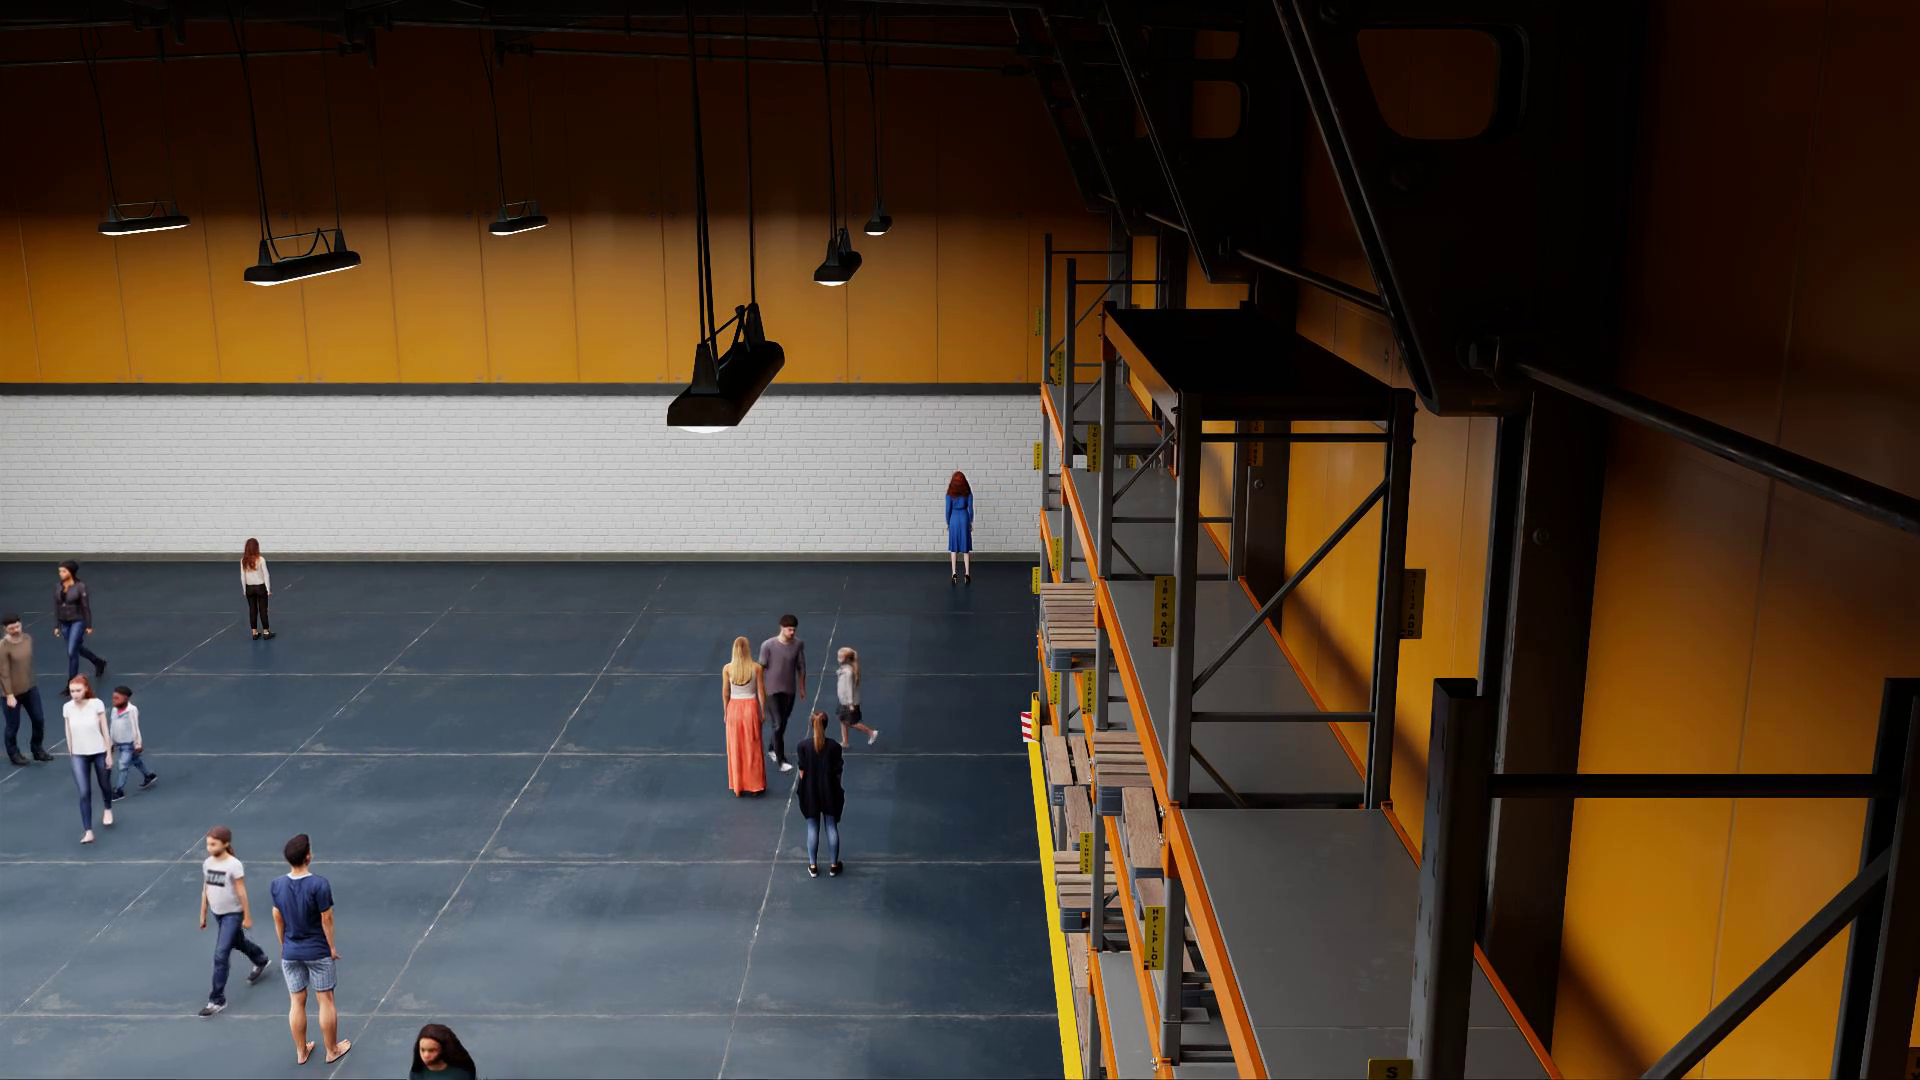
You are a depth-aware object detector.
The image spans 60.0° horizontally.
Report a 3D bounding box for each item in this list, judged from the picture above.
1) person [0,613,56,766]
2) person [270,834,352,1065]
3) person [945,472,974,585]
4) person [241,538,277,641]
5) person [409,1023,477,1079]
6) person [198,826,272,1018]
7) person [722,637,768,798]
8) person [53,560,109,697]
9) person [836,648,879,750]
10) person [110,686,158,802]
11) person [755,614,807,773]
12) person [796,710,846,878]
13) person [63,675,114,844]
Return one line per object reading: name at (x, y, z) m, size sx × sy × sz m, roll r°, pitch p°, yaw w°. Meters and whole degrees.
person at (-10.814, 1.706, 19.032) m, size 0.875 × 1.839 × 0.846 m, roll 4°, pitch 14°, yaw 14°
person at (-5.074, 3.180, 12.923) m, size 0.608 × 1.848 × 0.548 m, roll 0°, pitch 14°, yaw 2°
person at (-0.009, -0.202, 26.937) m, size 0.599 × 1.827 × 0.564 m, roll 0°, pitch 14°, yaw 2°
person at (-10.131, 0.701, 23.934) m, size 0.535 × 1.484 × 0.477 m, roll 0°, pitch 14°, yaw 2°
person at (-3.294, 3.840, 10.781) m, size 0.718 × 1.575 × 1.109 m, roll 2°, pitch 14°, yaw 9°
person at (-6.084, 3.102, 13.938) m, size 0.828 × 1.523 × 1.149 m, roll 5°, pitch 15°, yaw 21°
person at (-2.367, 1.927, 18.198) m, size 0.616 × 1.801 × 0.574 m, roll 0°, pitch 14°, yaw 2°
person at (-11.523, 1.116, 21.737) m, size 0.760 × 1.712 × 1.199 m, roll 2°, pitch 14°, yaw 10°
person at (-1.251, 1.875, 19.569) m, size 0.703 × 1.257 × 0.756 m, roll -4°, pitch 14°, yaw -16°
person at (-9.115, 2.194, 18.308) m, size 0.746 × 1.232 × 0.945 m, roll 7°, pitch 15°, yaw 26°
person at (-2.095, 1.709, 19.091) m, size 1.079 × 1.805 × 1.224 m, roll -7°, pitch 15°, yaw -26°
person at (-1.359, 2.466, 16.224) m, size 0.620 × 1.683 × 0.551 m, roll 0°, pitch 14°, yaw 2°
person at (-8.956, 2.224, 17.212) m, size 0.825 × 1.689 × 1.192 m, roll -4°, pitch 14°, yaw -16°
